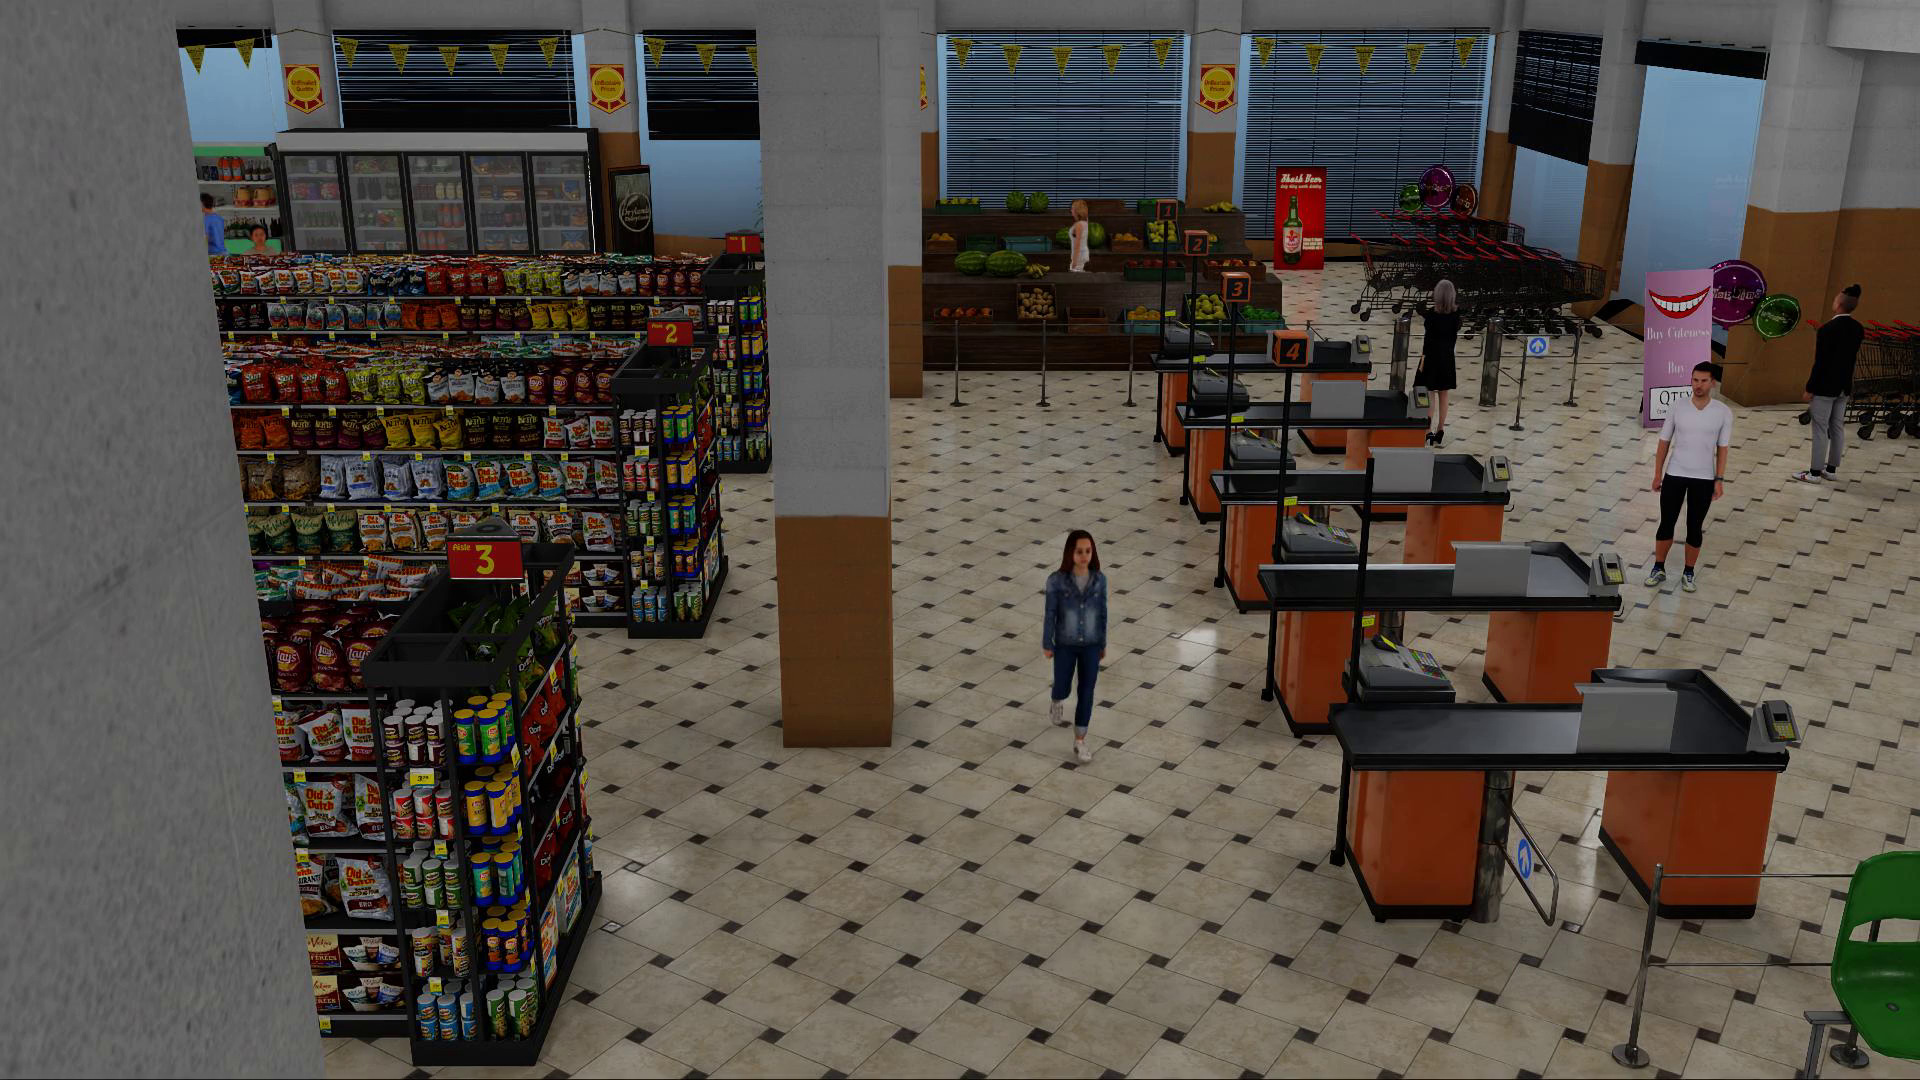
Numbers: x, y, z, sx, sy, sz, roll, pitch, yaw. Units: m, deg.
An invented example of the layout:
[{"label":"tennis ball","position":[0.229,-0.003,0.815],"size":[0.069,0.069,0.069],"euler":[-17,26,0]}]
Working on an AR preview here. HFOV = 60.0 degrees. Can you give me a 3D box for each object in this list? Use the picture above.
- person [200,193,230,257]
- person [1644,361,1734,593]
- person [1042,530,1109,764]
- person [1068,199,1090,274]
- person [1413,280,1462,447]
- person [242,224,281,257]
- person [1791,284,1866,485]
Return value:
[{"label":"person","position":[-10.406,-3.949,23.463],"size":[0.706,1.850,0.643],"euler":[1,19,4]},{"label":"person","position":[5.831,-0.518,13.285],"size":[0.669,1.851,0.818],"euler":[9,21,26]},{"label":"person","position":[0.716,0.629,10.486],"size":[0.831,1.464,0.720],"euler":[-3,19,-10]},{"label":"person","position":[1.828,-4.146,24.343],"size":[0.726,1.660,0.681],"euler":[4,19,13]},{"label":"person","position":[5.012,-1.867,17.448],"size":[0.626,1.747,0.739],"euler":[-8,20,-22]},{"label":"person","position":[-8.758,-3.072,20.940],"size":[0.753,1.799,0.840],"euler":[-13,22,-33]},{"label":"person","position":[8.448,-1.516,16.093],"size":[0.687,1.948,0.847],"euler":[-8,20,-22]}]
